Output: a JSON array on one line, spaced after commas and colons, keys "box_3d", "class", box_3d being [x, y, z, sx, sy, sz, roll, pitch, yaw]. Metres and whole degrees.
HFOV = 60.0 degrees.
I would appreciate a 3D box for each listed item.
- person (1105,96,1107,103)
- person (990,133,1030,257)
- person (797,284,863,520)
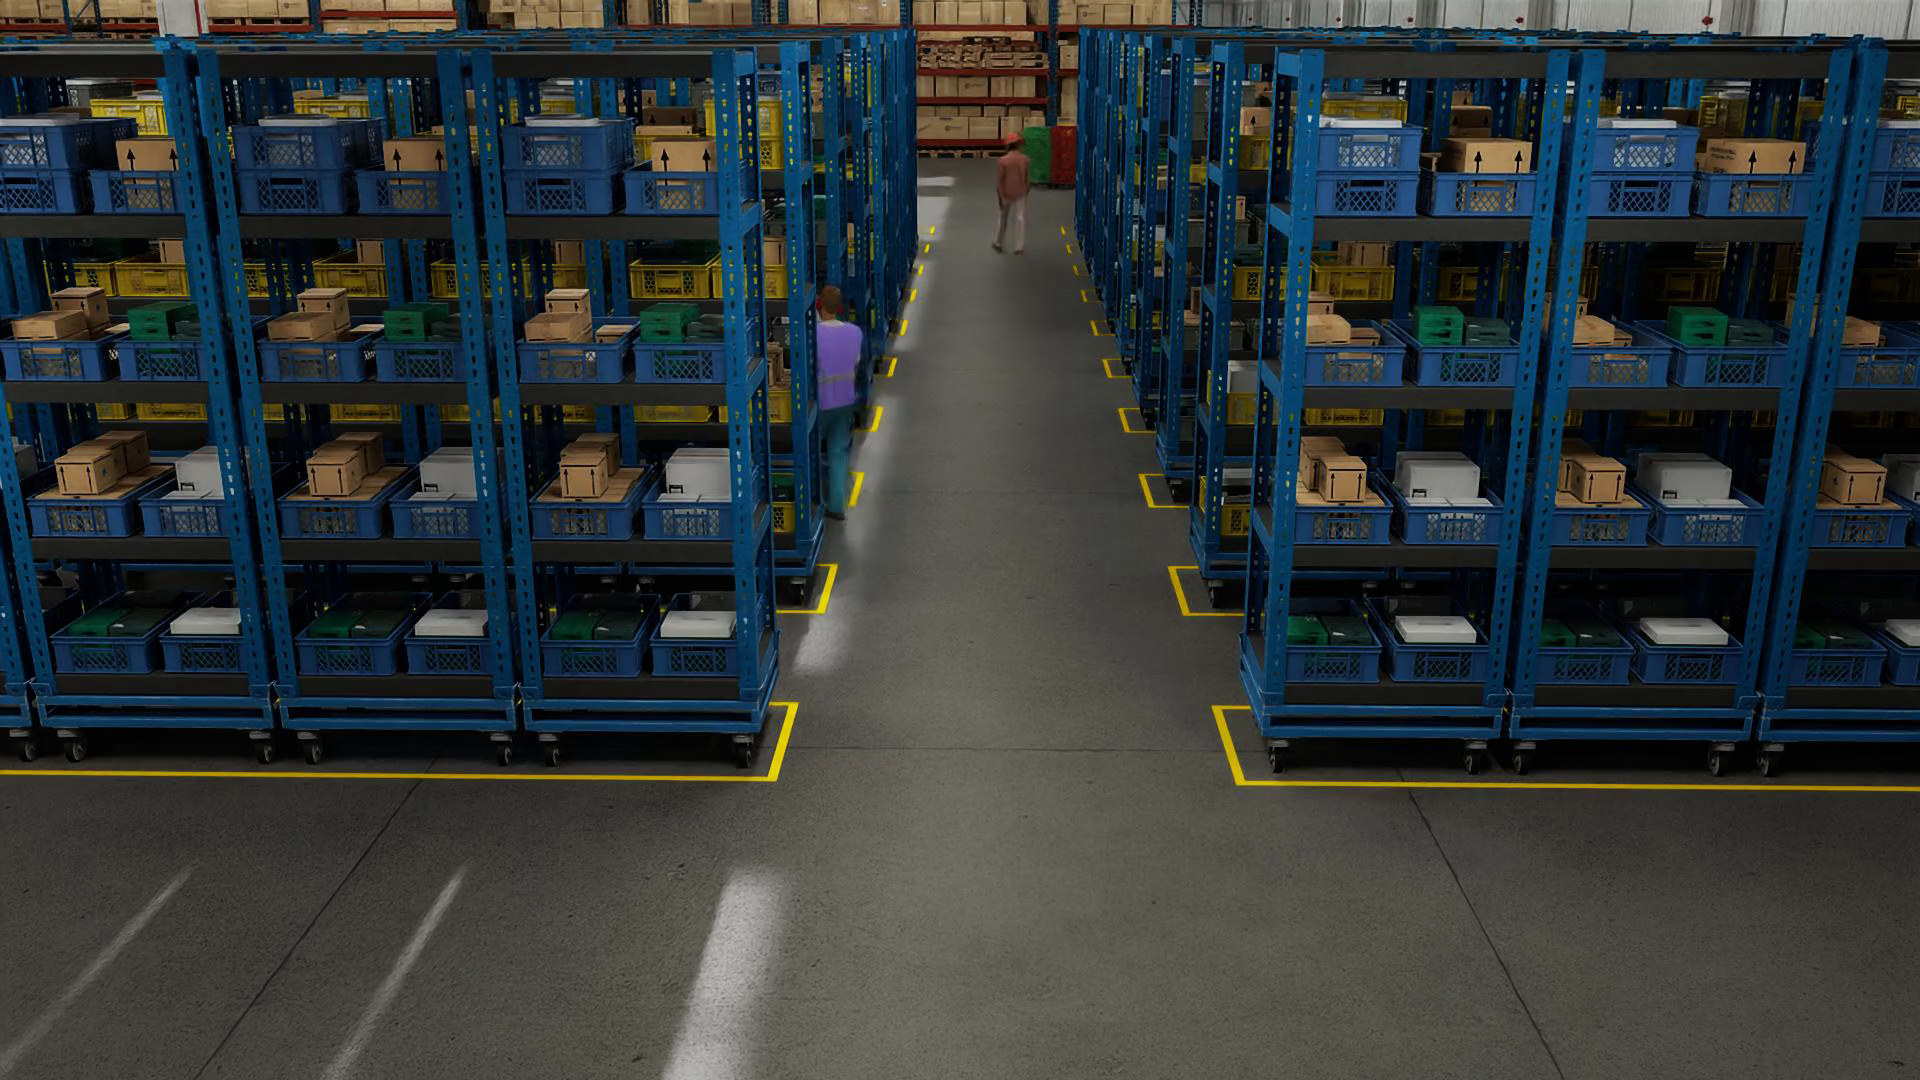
[{"box_3d": [3.748, -10.707, 43.398, 1.020, 1.895, 0.619, -10, 20, -28], "class": "person"}, {"box_3d": [0.837, -5.646, 27.153, 0.637, 1.941, 0.995, -6, 19, -20], "class": "person"}, {"box_3d": [-1.007, -1.020, 12.628, 0.590, 1.820, 0.489, -13, 22, -36], "class": "person"}]
